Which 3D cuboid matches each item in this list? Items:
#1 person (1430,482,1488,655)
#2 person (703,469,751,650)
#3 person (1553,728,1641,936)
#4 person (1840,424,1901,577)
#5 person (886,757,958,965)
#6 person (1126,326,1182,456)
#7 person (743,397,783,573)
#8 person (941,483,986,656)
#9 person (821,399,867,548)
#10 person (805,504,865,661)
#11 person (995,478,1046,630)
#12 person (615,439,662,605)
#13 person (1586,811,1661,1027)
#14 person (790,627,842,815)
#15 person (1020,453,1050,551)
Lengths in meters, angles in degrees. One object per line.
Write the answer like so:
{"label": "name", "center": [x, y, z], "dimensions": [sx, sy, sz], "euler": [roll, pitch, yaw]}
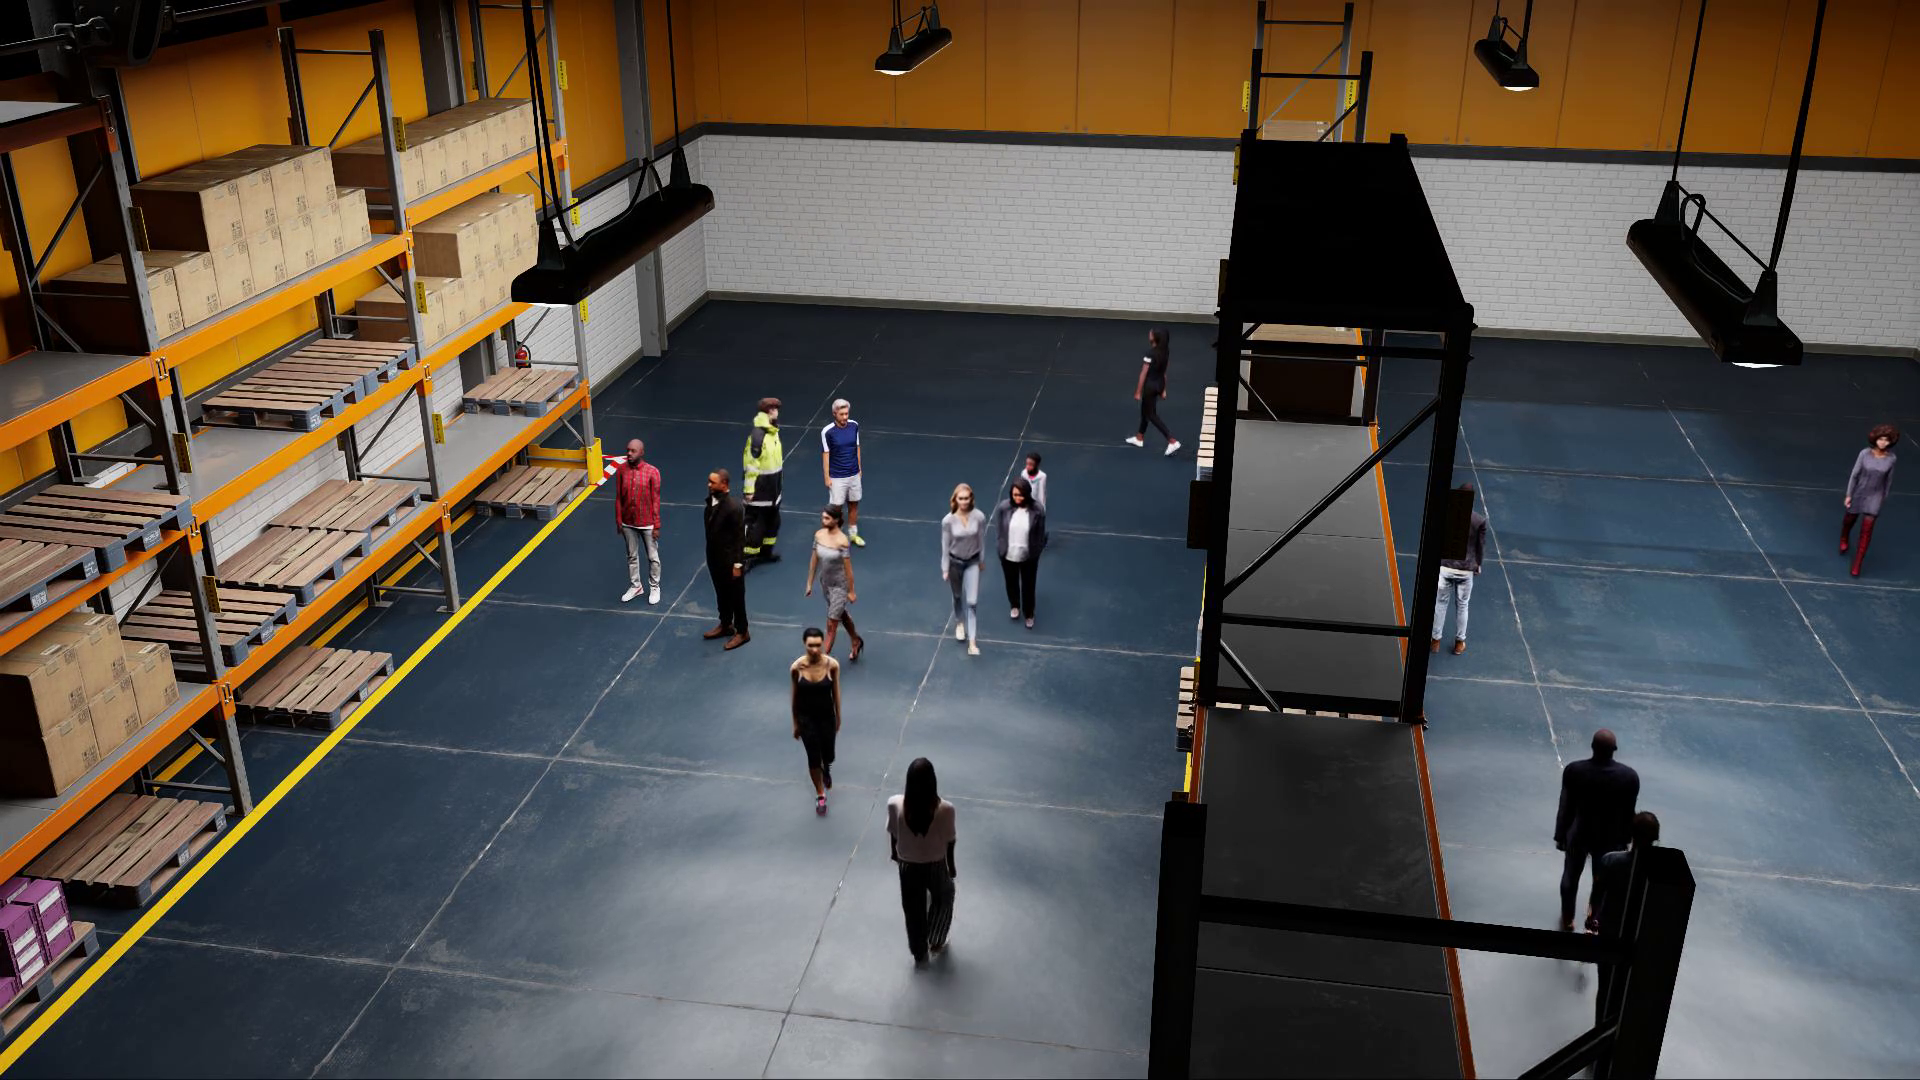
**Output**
{"label": "person", "center": [4.964, 0.284, 16.630], "dimensions": [0.674, 1.836, 0.578], "euler": [7, 24, 15]}
{"label": "person", "center": [-2.360, 0.163, 16.821], "dimensions": [0.832, 1.904, 0.790], "euler": [-19, 30, -36]}
{"label": "person", "center": [4.647, 2.233, 12.210], "dimensions": [0.817, 1.804, 1.060], "euler": [8, 25, 18]}
{"label": "person", "center": [10.123, -0.496, 18.614], "dimensions": [0.779, 1.675, 1.164], "euler": [10, 26, 22]}
{"label": "person", "center": [-0.287, 2.372, 12.064], "dimensions": [0.709, 1.667, 0.674], "euler": [6, 24, 13]}
{"label": "person", "center": [2.601, -1.934, 21.873], "dimensions": [1.044, 1.699, 1.160], "euler": [17, 29, 34]}
{"label": "person", "center": [-2.252, -0.601, 18.528], "dimensions": [1.057, 1.936, 0.708], "euler": [12, 26, 25]}
{"label": "person", "center": [0.017, 0.238, 16.829], "dimensions": [0.807, 1.761, 1.155], "euler": [-3, 24, -6]}
{"label": "person", "center": [-1.345, -0.772, 19.051], "dimensions": [0.725, 1.831, 0.788], "euler": [-16, 28, -32]}
{"label": "person", "center": [-1.159, 0.475, 16.274], "dimensions": [0.975, 1.771, 1.181], "euler": [19, 30, 36]}
{"label": "person", "center": [0.620, 0.086, 17.399], "dimensions": [0.686, 1.582, 0.756], "euler": [2, 24, 4]}
{"label": "person", "center": [-3.433, -0.225, 17.813], "dimensions": [0.656, 1.820, 0.572], "euler": [5, 24, 11]}
{"label": "person", "center": [4.488, 2.696, 11.184], "dimensions": [0.791, 1.778, 1.108], "euler": [8, 25, 17]}
{"label": "person", "center": [-1.222, 1.470, 14.066], "dimensions": [0.666, 1.716, 0.790], "euler": [-2, 24, -5]}
{"label": "person", "center": [0.843, -0.415, 18.962], "dimensions": [0.633, 1.249, 0.761], "euler": [15, 28, 31]}
